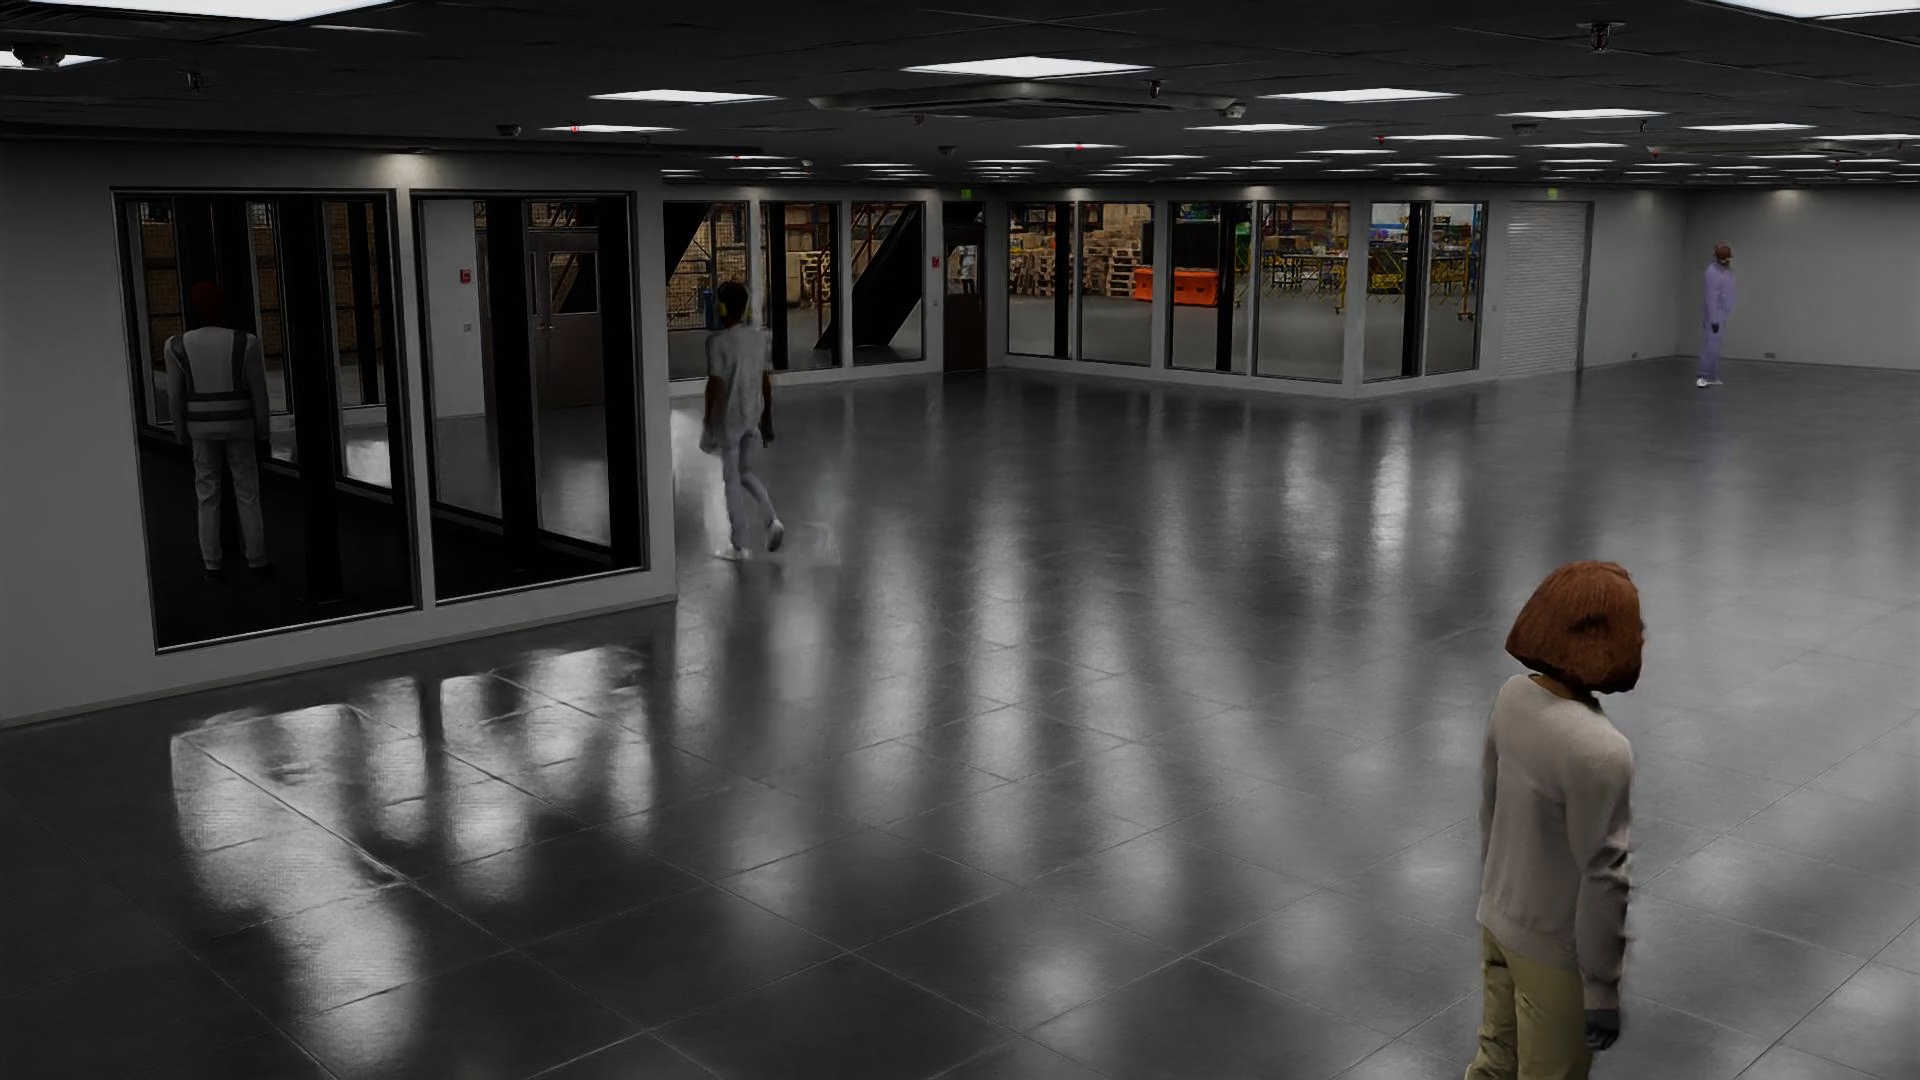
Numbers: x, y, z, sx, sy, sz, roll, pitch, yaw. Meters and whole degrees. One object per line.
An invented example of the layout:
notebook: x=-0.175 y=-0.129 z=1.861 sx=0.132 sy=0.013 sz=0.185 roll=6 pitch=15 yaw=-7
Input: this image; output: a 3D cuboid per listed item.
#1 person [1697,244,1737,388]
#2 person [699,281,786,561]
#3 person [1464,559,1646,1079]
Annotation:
person: x=9.927 y=-2.918 z=21.713 sx=0.396 sy=1.864 sz=0.762 roll=10 pitch=15 yaw=40
person: x=-1.454 y=-0.763 z=10.943 sx=0.442 sy=1.857 sz=0.529 roll=9 pitch=14 yaw=38
person: x=1.222 y=0.841 z=3.441 sx=0.279 sy=1.632 sz=0.502 roll=-1 pitch=11 yaw=-6
